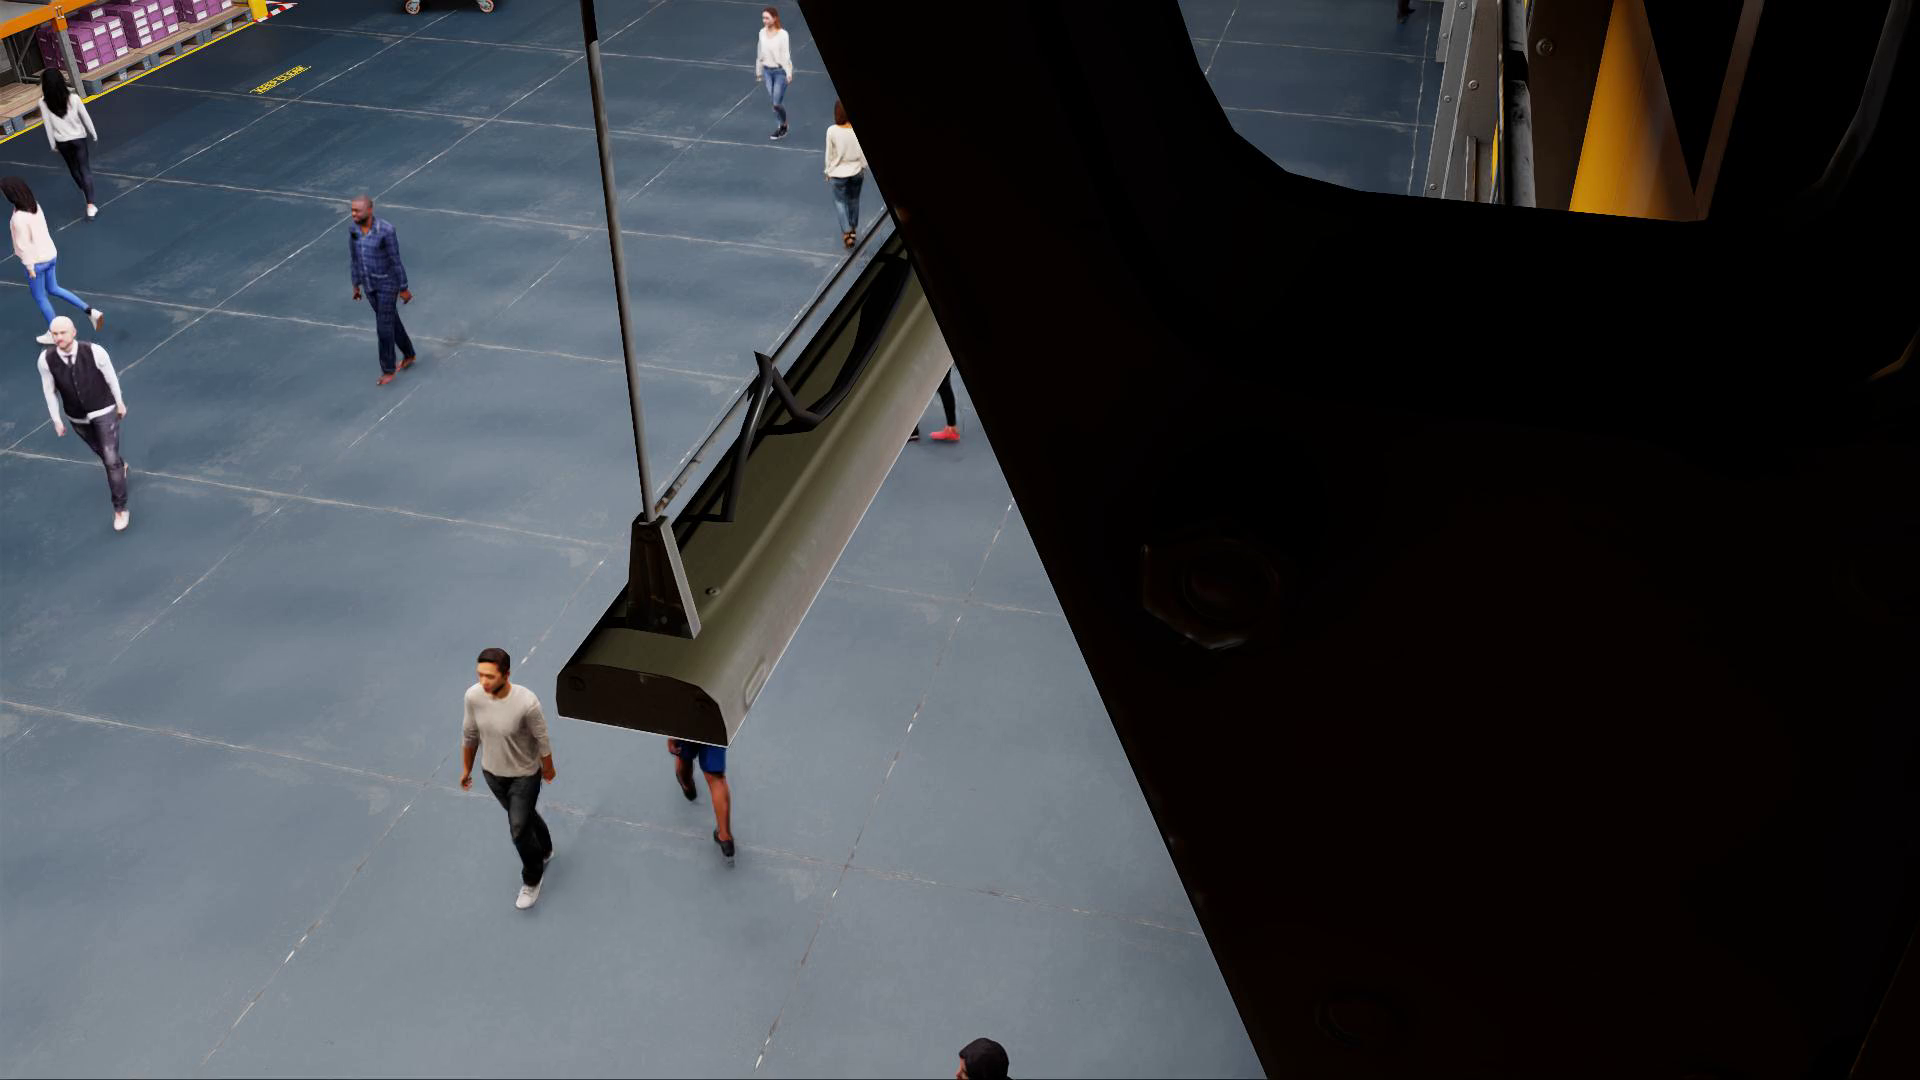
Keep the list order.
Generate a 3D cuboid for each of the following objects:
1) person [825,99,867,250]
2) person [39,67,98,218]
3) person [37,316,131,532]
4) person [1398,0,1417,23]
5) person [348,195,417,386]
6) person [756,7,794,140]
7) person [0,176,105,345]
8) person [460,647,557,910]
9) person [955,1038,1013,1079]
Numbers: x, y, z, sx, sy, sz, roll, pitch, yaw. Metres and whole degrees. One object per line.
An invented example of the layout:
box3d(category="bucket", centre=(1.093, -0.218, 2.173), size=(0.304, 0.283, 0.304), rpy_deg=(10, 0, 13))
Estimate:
box3d(category="person", centre=(-1.244, -4.017, 18.274), size=(0.827, 1.681, 0.905), rpy_deg=(-11, 35, -16))
box3d(category="person", centre=(-10.184, -4.522, 19.063), size=(1.027, 1.650, 1.198), rpy_deg=(-11, 35, -16))
box3d(category="person", centre=(-7.144, -1.055, 13.731), size=(1.106, 1.777, 1.337), rpy_deg=(-7, 34, -11))
box3d(category="person", centre=(6.940, -8.834, 25.535), size=(0.911, 1.666, 0.741), rpy_deg=(20, 39, 28))
box3d(category="person", centre=(-5.427, -2.439, 15.788), size=(0.789, 1.805, 0.928), rpy_deg=(15, 37, 22))
box3d(category="person", centre=(-2.302, -5.943, 21.172), size=(0.706, 1.682, 0.666), rpy_deg=(18, 38, 25))
box3d(category="person", centre=(-8.910, -2.725, 16.266), size=(0.834, 1.754, 0.930), rpy_deg=(1, 34, 2))
box3d(category="person", centre=(-2.681, 1.331, 10.127), size=(0.691, 1.794, 0.777), rpy_deg=(12, 35, 17))
box3d(category="person", centre=(0.113, 2.943, 7.767), size=(0.719, 1.721, 0.636), rpy_deg=(-12, 36, -18))
